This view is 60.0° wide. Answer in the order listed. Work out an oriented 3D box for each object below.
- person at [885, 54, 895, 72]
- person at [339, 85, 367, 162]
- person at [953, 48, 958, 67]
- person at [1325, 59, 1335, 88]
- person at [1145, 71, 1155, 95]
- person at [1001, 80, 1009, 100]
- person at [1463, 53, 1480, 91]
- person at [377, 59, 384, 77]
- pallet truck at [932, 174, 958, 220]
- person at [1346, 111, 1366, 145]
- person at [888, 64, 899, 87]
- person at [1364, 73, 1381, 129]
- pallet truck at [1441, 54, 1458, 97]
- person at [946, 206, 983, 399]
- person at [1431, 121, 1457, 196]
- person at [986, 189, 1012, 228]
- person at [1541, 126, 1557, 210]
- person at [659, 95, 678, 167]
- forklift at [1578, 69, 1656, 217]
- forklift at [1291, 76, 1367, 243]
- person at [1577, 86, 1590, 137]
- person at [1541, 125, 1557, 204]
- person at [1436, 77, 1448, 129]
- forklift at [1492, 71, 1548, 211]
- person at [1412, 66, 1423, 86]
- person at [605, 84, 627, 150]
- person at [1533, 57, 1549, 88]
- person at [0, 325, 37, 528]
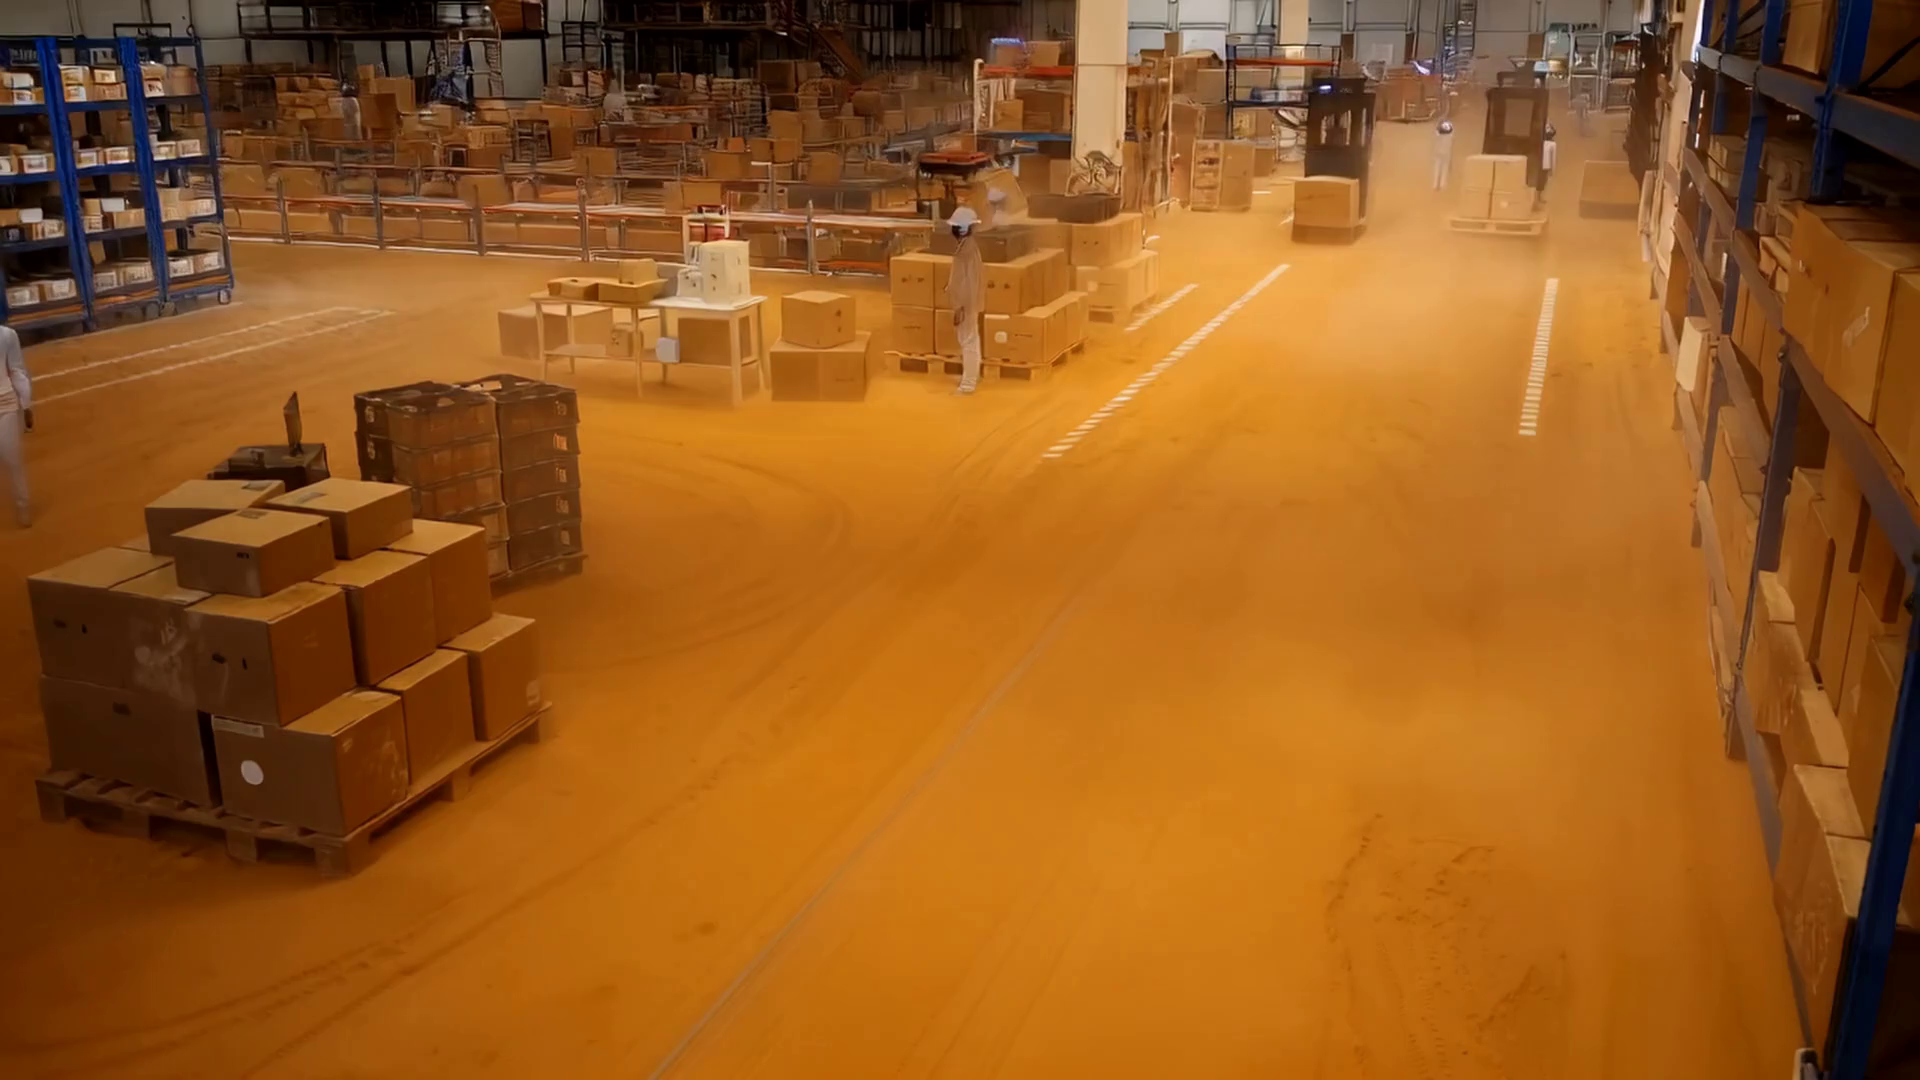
[{"bbox_3d":[-3.815,-25.649,90.712,0.529,1.670,0.977,3,18,9],"label":"person"},{"bbox_3d":[-16.246,-11.123,44.480,0.605,2.034,0.388,8,20,25],"label":"person"},{"bbox_3d":[-0.226,-26.769,93.839,0.757,1.918,0.549,-15,23,-39],"label":"person"},{"bbox_3d":[17.350,-21.669,77.932,0.584,1.858,0.899,-9,20,-27],"label":"person"},{"bbox_3d":[6.534,-15.500,58.464,0.950,1.887,0.553,11,20,30],"label":"person"},{"bbox_3d":[1.727,-18.072,66.605,0.500,1.861,0.328,0,18,0],"label":"person"},{"bbox_3d":[26.001,-23.729,84.320,0.885,1.882,0.591,17,24,42],"label":"person"},{"bbox_3d":[-26.009,-20.707,74.925,0.548,1.828,0.534,12,21,32],"label":"person"},{"bbox_3d":[-0.507,-5.292,27.348,0.653,1.274,1.630,6,19,19],"label":"pallet truck"},{"bbox_3d":[9.864,-10.035,41.306,0.563,1.886,0.986,7,19,20],"label":"person"},{"bbox_3d":[-2.777,-18.512,67.988,1.064,1.864,0.607,14,22,37],"label":"person"},{"bbox_3d":[14.001,-14.983,56.829,0.948,1.892,0.562,2,18,8],"label":"person"},{"bbox_3d":[22.765,-21.886,78.355,0.823,1.965,1.885,-4,18,-14],"label":"pallet truck"},{"bbox_3d":[0.051,-2.478,17.380,0.381,1.994,0.615,3,18,10],"label":"person"},{"bbox_3d":[10.683,-8.452,36.768,0.509,1.611,0.675,4,18,13],"label":"person"},{"bbox_3d":[0.559,-3.684,21.602,0.893,1.730,0.532,8,19,24],"label":"person"},{"bbox_3d":[11.723,-7.484,33.559,0.545,1.716,0.873,15,23,39],"label":"person"},{"bbox_3d":[-7.597,-10.639,43.284,0.594,1.832,0.403,-16,23,-40],"label":"person"},{"bbox_3d":[13.219,-7.740,32.475,1.873,2.768,1.129,6,19,18],"label":"forklift"},{"bbox_3d":[6.598,-6.755,29.381,1.129,2.768,1.873,6,19,19],"label":"forklift"},{"bbox_3d":[20.117,-13.819,53.622,0.405,1.613,0.520,16,24,41],"label":"person"},{"bbox_3d":[12.338,-7.889,34.966,0.285,1.633,0.501,1,18,2],"label":"person"},{"bbox_3d":[16.575,-15.021,57.169,0.323,1.764,0.524,8,19,23],"label":"person"},{"bbox_3d":[10.689,-7.597,32.026,1.129,2.768,1.873,7,19,22],"label":"forklift"},{"bbox_3d":[17.147,-16.845,62.602,0.436,1.942,0.633,2,18,5],"label":"person"},{"bbox_3d":[-9.957,-12.244,48.229,0.543,1.887,0.679,17,24,42],"label":"person"},{"bbox_3d":[26.974,-21.480,77.273,0.648,1.890,1.034,10,20,29],"label":"person"},{"bbox_3d":[-7.526,-1.018,12.866,0.615,1.945,0.404,-10,20,-28],"label":"person"}]
